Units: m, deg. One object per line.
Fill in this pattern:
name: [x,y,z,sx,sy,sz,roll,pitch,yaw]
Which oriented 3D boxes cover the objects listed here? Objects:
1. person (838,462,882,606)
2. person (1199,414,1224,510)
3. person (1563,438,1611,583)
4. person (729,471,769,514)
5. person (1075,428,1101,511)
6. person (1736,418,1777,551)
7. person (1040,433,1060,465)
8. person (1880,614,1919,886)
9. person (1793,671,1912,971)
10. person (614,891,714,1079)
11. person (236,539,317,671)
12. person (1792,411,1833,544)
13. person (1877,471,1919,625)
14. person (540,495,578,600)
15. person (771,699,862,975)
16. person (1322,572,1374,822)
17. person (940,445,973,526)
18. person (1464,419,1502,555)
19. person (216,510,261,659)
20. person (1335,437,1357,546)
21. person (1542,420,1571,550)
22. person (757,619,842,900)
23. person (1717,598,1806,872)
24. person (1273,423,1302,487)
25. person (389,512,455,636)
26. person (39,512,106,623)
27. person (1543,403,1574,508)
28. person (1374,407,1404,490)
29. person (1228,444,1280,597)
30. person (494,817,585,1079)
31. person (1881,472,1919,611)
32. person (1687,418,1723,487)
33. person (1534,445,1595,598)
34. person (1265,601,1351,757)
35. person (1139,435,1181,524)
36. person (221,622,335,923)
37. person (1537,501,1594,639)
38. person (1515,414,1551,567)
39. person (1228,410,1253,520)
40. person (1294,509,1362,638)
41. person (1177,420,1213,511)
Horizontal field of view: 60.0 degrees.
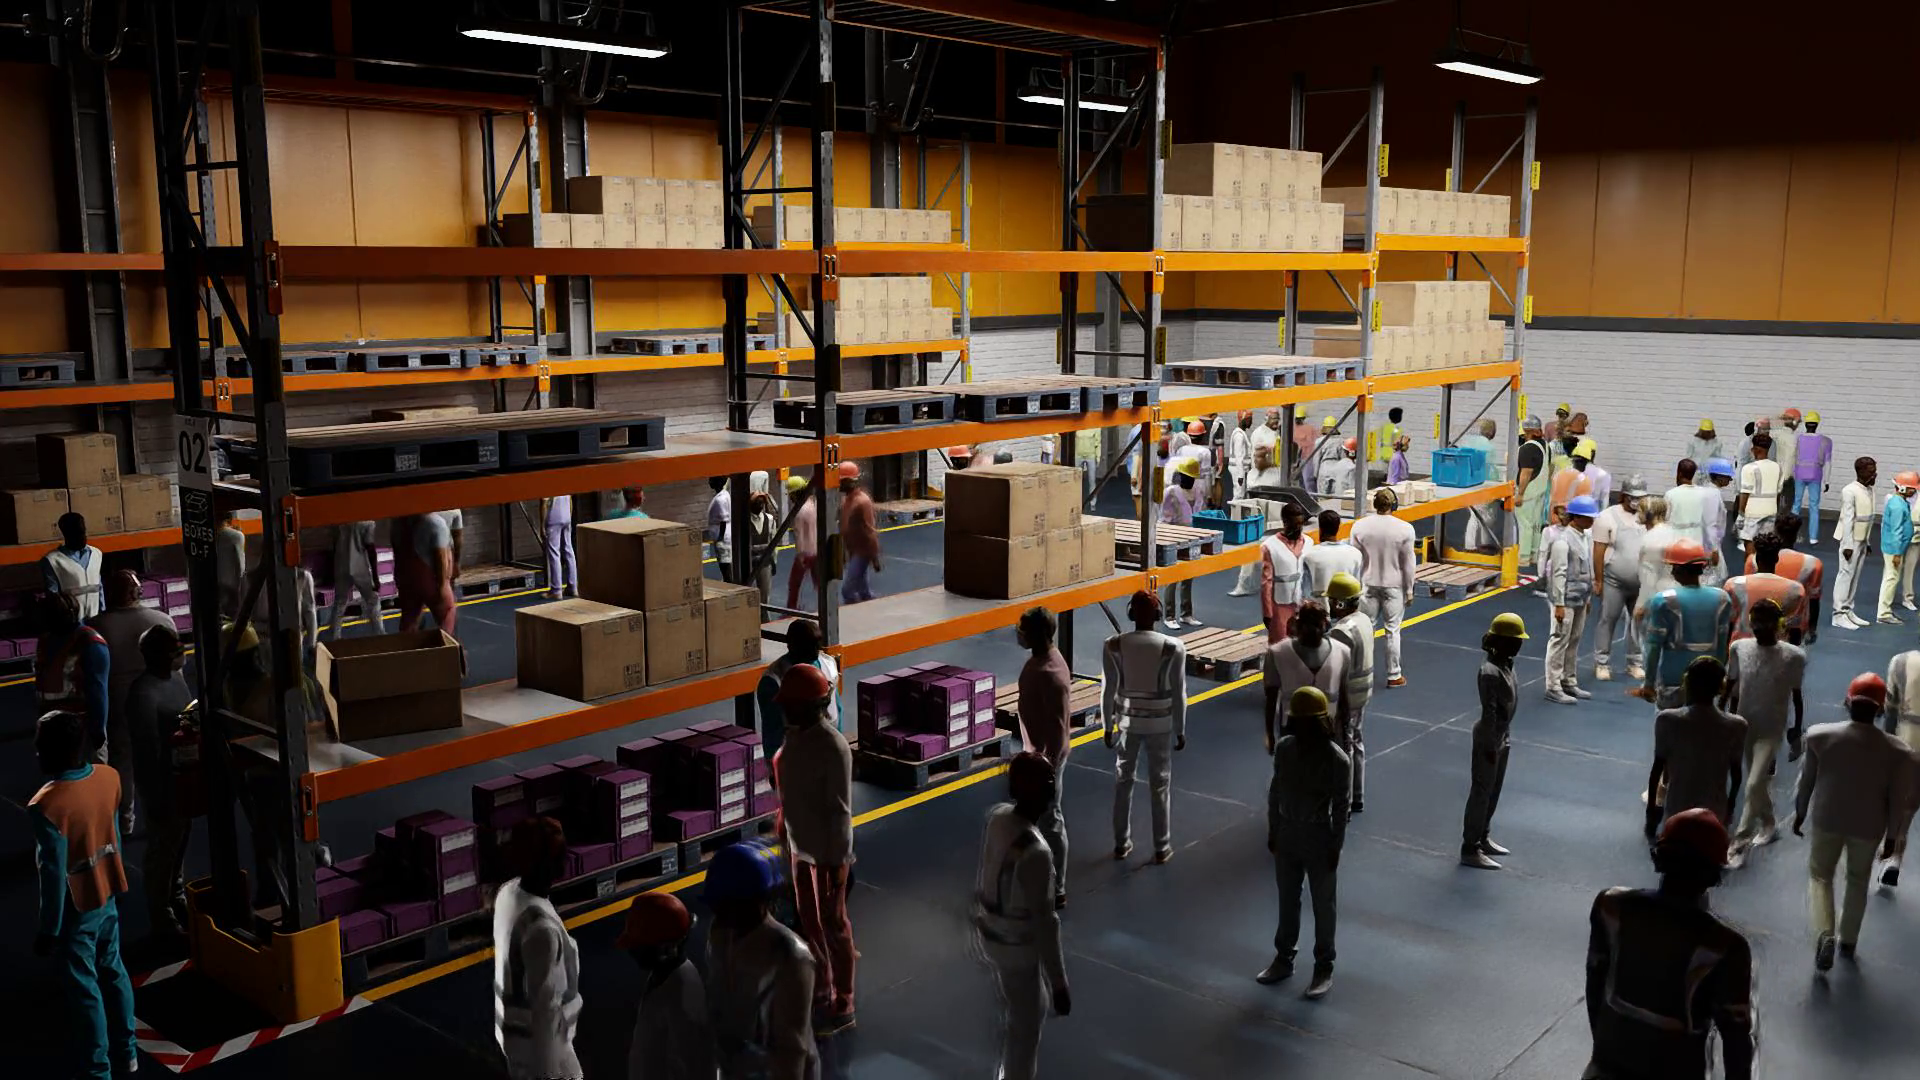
person: [-1.143,0.148,17.663,0.734,1.959,0.660,-4,10,-22]
person: [3.744,-1.196,25.467,0.617,2.030,0.403,4,10,23]
person: [7.720,-0.315,20.587,0.604,1.894,0.781,5,11,28]
person: [-2.556,-0.229,20.160,0.526,1.871,0.324,-4,10,-21]
person: [2.038,-1.338,27.113,0.525,1.760,0.340,2,10,11]
person: [11.194,-0.771,23.342,0.653,1.894,0.401,-3,10,-19]
person: [1.507,-1.412,27.323,0.388,1.838,0.562,-4,10,-20]
person: [6.240,1.366,10.573,0.501,1.897,0.749,-6,11,-33]
person: [5.119,1.615,9.574,0.569,1.728,0.699,5,11,25]
person: [-1.107,2.158,6.284,0.349,1.743,0.566,-3,10,-18]
person: [-5.680,0.849,13.875,0.591,1.836,1.010,-1,10,-8]
person: [12.247,-0.900,24.024,0.588,1.918,0.389,5,11,28]
person: [10.542,0.083,18.688,0.349,1.740,0.574,5,11,27]
person: [-4.864,-0.193,20.055,0.343,1.838,0.509,6,11,31]
person: [-0.818,1.660,9.433,0.391,1.686,0.551,9,13,43]
person: [2.799,1.140,12.144,0.404,1.824,0.586,5,11,28]
person: [-0.018,-0.206,19.807,0.352,1.942,0.546,4,10,23]
person: [7.298,-0.714,22.947,0.728,1.901,0.683,0,10,-2]
person: [-7.335,0.410,16.726,0.528,1.740,0.759,1,10,7]
person: [5.183,-0.497,22.111,0.343,1.749,0.573,-1,10,-8]
person: [8.431,-0.776,23.531,0.338,1.839,0.509,8,12,38]
person: [-0.988,1.392,10.620,0.429,1.831,0.631,8,13,41]
person: [5.445,1.276,11.349,0.991,1.824,0.541,-8,13,-41]
person: [4.852,-0.905,24.737,0.534,1.693,0.320,-5,11,-28]
person: [-5.199,0.355,16.163,0.704,2.000,0.537,5,11,27]
person: [-7.658,0.704,14.437,0.391,1.922,0.593,3,10,17]
person: [9.871,-1.379,27.384,0.532,1.754,0.340,6,11,32]
person: [7.161,-1.380,27.598,0.534,1.675,0.555,-4,10,-24]
person: [3.738,-0.245,20.294,0.968,1.868,0.648,-8,12,-40]
person: [-1.780,2.027,6.746,0.818,1.859,0.583,-5,11,-29]
person: [11.031,0.008,19.435,0.518,1.640,0.307,2,10,10]
person: [11.362,-1.030,25.441,0.497,1.711,0.681,4,10,23]
person: [7.390,-0.212,20.101,0.973,1.852,0.600,-3,10,-15]
person: [2.343,1.294,11.220,0.564,1.827,0.442,-1,10,-5]
person: [2.623,-0.459,21.720,0.740,1.805,0.577,-6,11,-31]
person: [-4.284,1.399,10.440,0.594,1.886,0.806,6,11,32]
person: [6.217,0.403,17.106,0.553,1.617,0.395,6,11,30]
person: [7.579,-0.671,22.290,0.538,2.000,0.689,9,13,42]
person: [4.211,-1.025,24.907,0.375,1.879,0.580,2,10,10]
person: [3.234,0.686,14.602,0.598,1.908,0.410,-3,10,-17]
person: [3.181,-0.651,22.468,0.545,1.942,0.350,8,13,40]
